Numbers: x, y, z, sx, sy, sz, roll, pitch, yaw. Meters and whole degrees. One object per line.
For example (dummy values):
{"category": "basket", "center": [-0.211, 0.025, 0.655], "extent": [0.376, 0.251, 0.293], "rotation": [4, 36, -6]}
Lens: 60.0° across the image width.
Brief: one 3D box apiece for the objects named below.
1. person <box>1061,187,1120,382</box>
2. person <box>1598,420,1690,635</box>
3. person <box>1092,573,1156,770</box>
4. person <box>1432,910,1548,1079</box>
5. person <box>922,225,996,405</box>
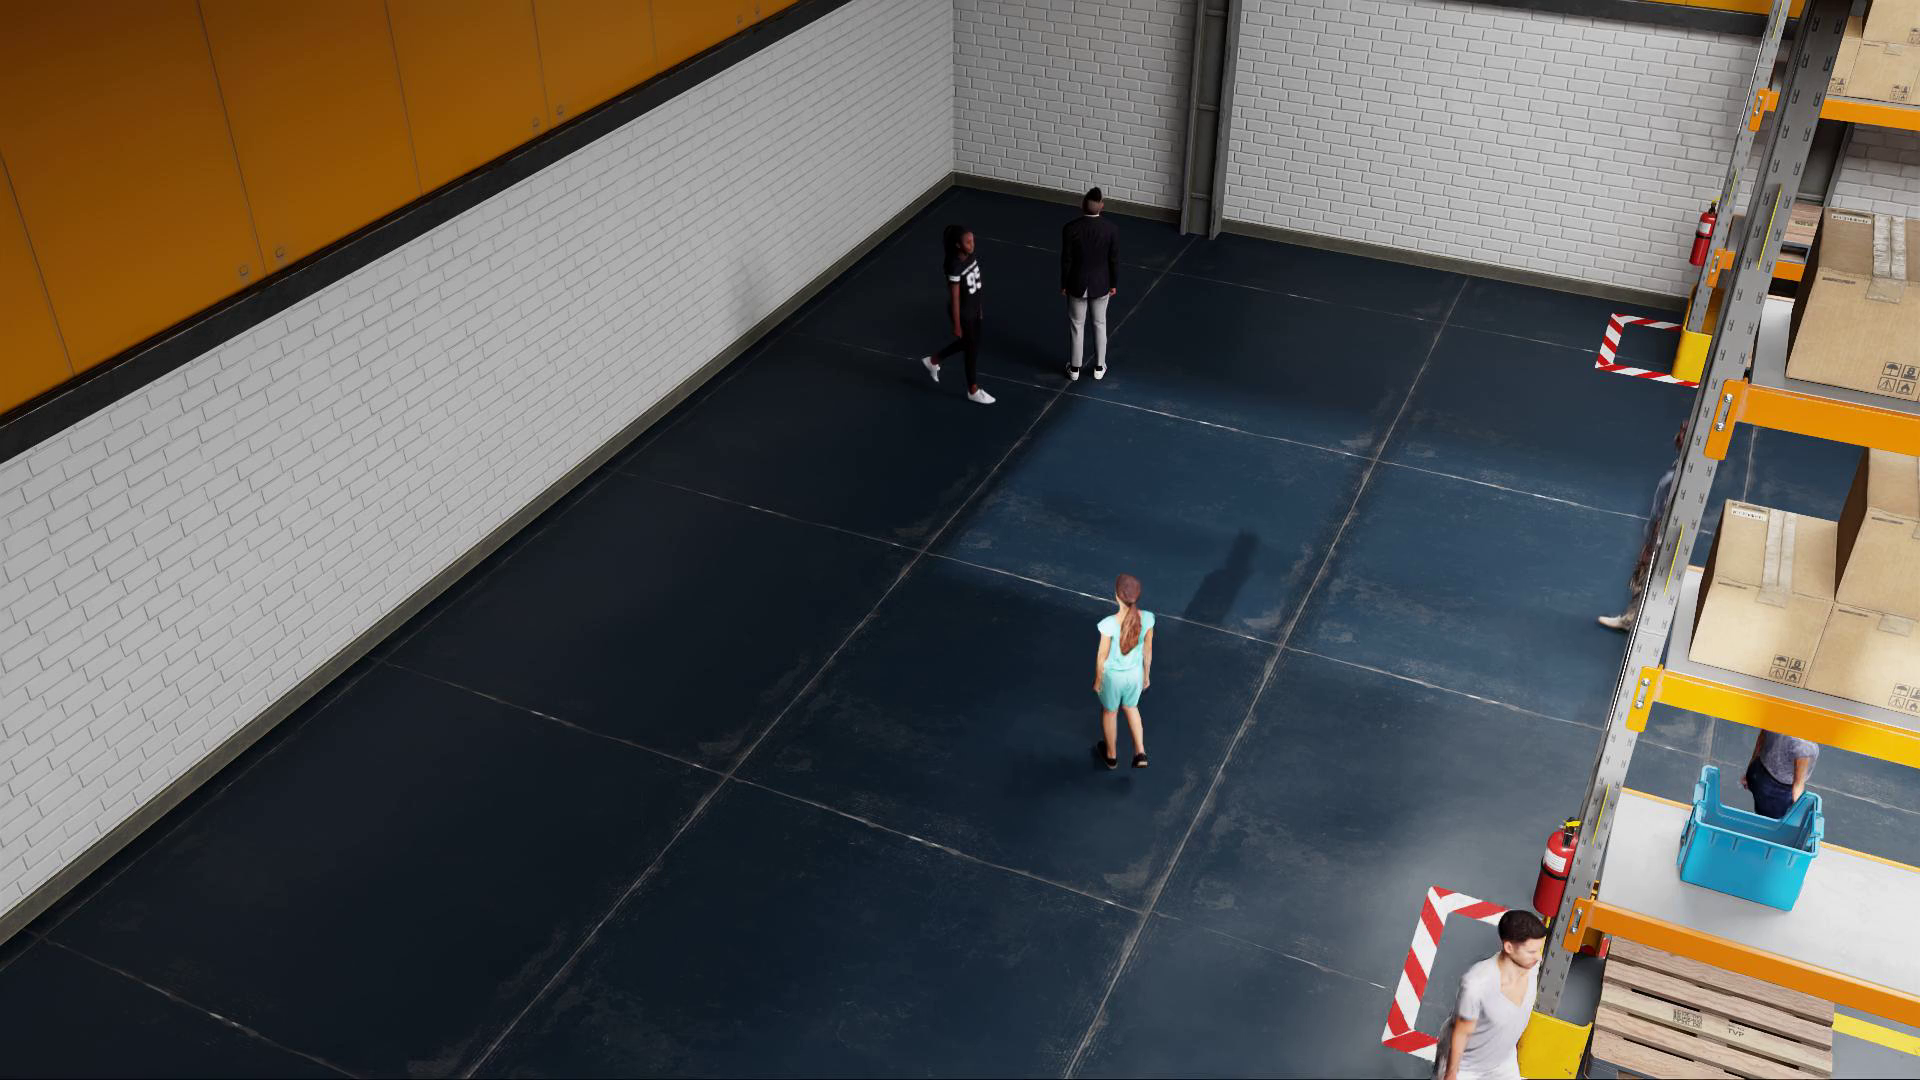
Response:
{"category": "person", "center": [1.206, -2.409, 15.530], "extent": [0.711, 1.943, 0.852], "rotation": [-1, 34, -1]}
{"category": "person", "center": [5.161, -0.002, 12.006], "extent": [0.958, 1.835, 0.709], "rotation": [19, 38, 26]}
{"category": "person", "center": [1.088, 0.920, 10.879], "extent": [0.792, 1.548, 0.850], "rotation": [-11, 35, -17]}
{"category": "person", "center": [2.536, 2.460, 8.306], "extent": [0.847, 1.831, 0.885], "rotation": [-12, 35, -17]}
{"category": "person", "center": [-0.019, -2.081, 15.244], "extent": [0.995, 1.715, 0.668], "rotation": [12, 35, 17]}
